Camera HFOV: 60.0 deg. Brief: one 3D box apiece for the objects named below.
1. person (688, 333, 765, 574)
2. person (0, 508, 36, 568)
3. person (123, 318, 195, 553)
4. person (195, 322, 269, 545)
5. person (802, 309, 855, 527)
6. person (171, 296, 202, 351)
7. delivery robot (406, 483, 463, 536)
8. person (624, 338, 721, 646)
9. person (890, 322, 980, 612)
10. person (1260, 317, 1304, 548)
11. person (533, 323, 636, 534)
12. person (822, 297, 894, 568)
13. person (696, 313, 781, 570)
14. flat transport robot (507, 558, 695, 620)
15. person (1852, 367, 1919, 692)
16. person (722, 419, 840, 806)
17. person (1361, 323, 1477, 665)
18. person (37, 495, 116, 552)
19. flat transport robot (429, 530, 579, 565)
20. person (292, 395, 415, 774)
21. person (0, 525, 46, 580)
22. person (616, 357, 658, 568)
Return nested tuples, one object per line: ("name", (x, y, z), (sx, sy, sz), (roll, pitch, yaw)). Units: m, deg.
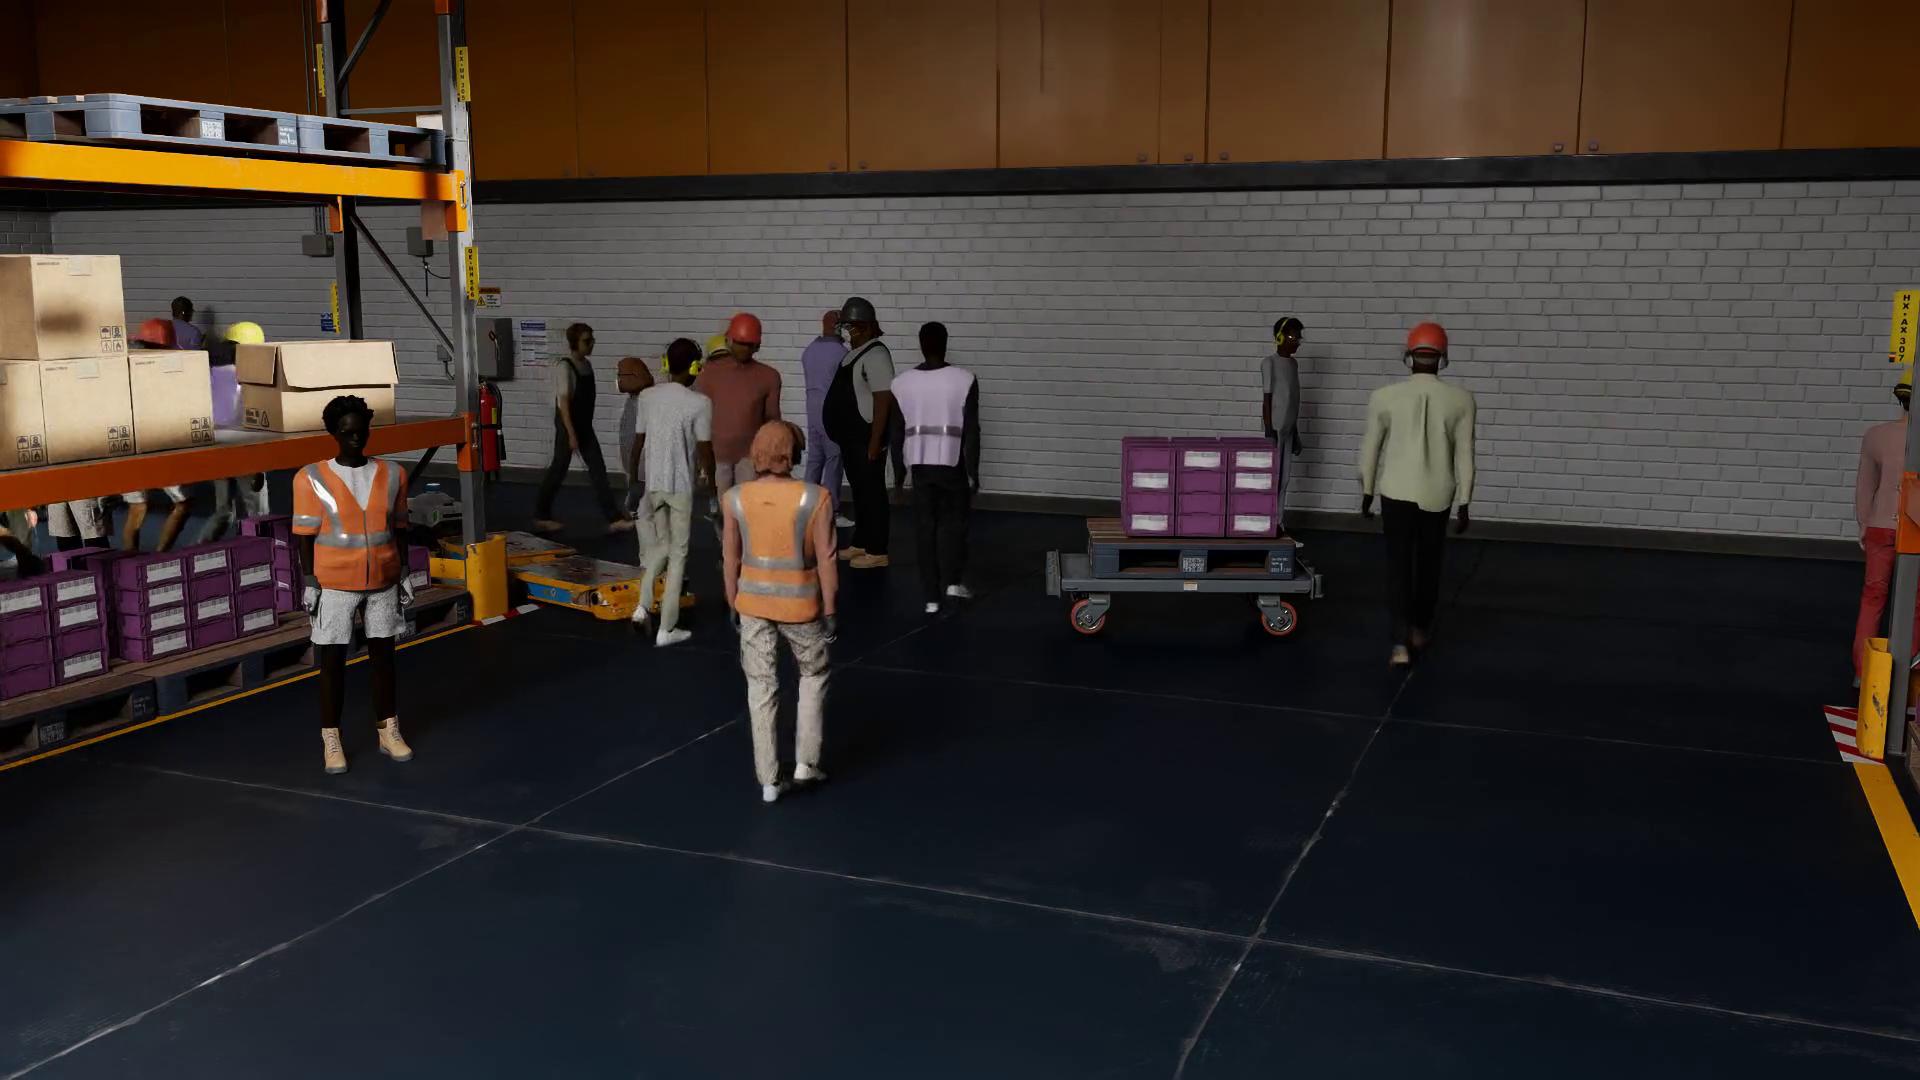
("person", (-1.661, -0.569, 11.828), (0.608, 1.796, 0.623), (2, 10, 11))
("person", (-7.264, -0.663, 12.290), (0.757, 1.831, 0.596), (-8, 12, -39))
("person", (-5.663, -0.580, 11.595), (0.664, 1.905, 0.484), (4, 10, 22))
("person", (-5.066, -0.555, 11.487), (0.611, 1.890, 0.757), (3, 10, 19))
("person", (-1.114, -1.056, 14.513), (0.410, 1.894, 0.660), (-8, 12, -40))
("person", (-8.582, -1.727, 18.435), (0.628, 1.935, 0.373), (4, 10, 24))
("delivery robot", (-4.135, -0.203, 13.081), (0.477, 0.478, 0.707), (-8, 12, -41))
("person", (-1.712, -0.283, 9.947), (0.555, 1.841, 0.404), (4, 10, 24))
("person", (-0.162, -0.481, 11.005), (0.619, 1.891, 0.557), (2, 9, 9))
("person", (2.572, -0.838, 13.259), (0.329, 1.865, 0.507), (7, 12, 36))
("person", (-3.237, -0.930, 14.039), (0.978, 1.793, 0.525), (3, 10, 19))
("person", (-0.772, -0.812, 12.561), (0.536, 2.000, 0.688), (-3, 10, -20))
("person", (-1.571, -0.628, 11.735), (0.642, 1.954, 0.841), (-1, 9, -3))
("flat transport robot", (-2.491, 0.303, 11.155), (1.431, 0.197, 0.652), (8, 12, 40))
("person", (4.966, -0.041, 8.722), (0.311, 1.768, 0.533), (-5, 11, -30))
("person", (-0.745, 0.295, 7.092), (0.545, 1.617, 0.524), (2, 10, 11))
("person", (2.637, -0.271, 9.595), (0.617, 1.949, 0.994), (2, 10, 10))
("person", (-5.303, -0.346, 9.959), (0.616, 1.964, 0.361), (4, 10, 23))
("flat transport robot", (-3.386, 0.114, 12.304), (0.652, 0.197, 1.431), (-7, 12, -36))
("person", (-2.725, 0.192, 7.520), (0.535, 1.697, 0.318), (-8, 12, -39))
("person", (-6.667, -0.475, 11.122), (0.524, 1.863, 1.034), (4, 10, 21))
("person", (-2.269, -0.463, 11.677), (0.275, 1.632, 0.507), (-3, 10, -16))
